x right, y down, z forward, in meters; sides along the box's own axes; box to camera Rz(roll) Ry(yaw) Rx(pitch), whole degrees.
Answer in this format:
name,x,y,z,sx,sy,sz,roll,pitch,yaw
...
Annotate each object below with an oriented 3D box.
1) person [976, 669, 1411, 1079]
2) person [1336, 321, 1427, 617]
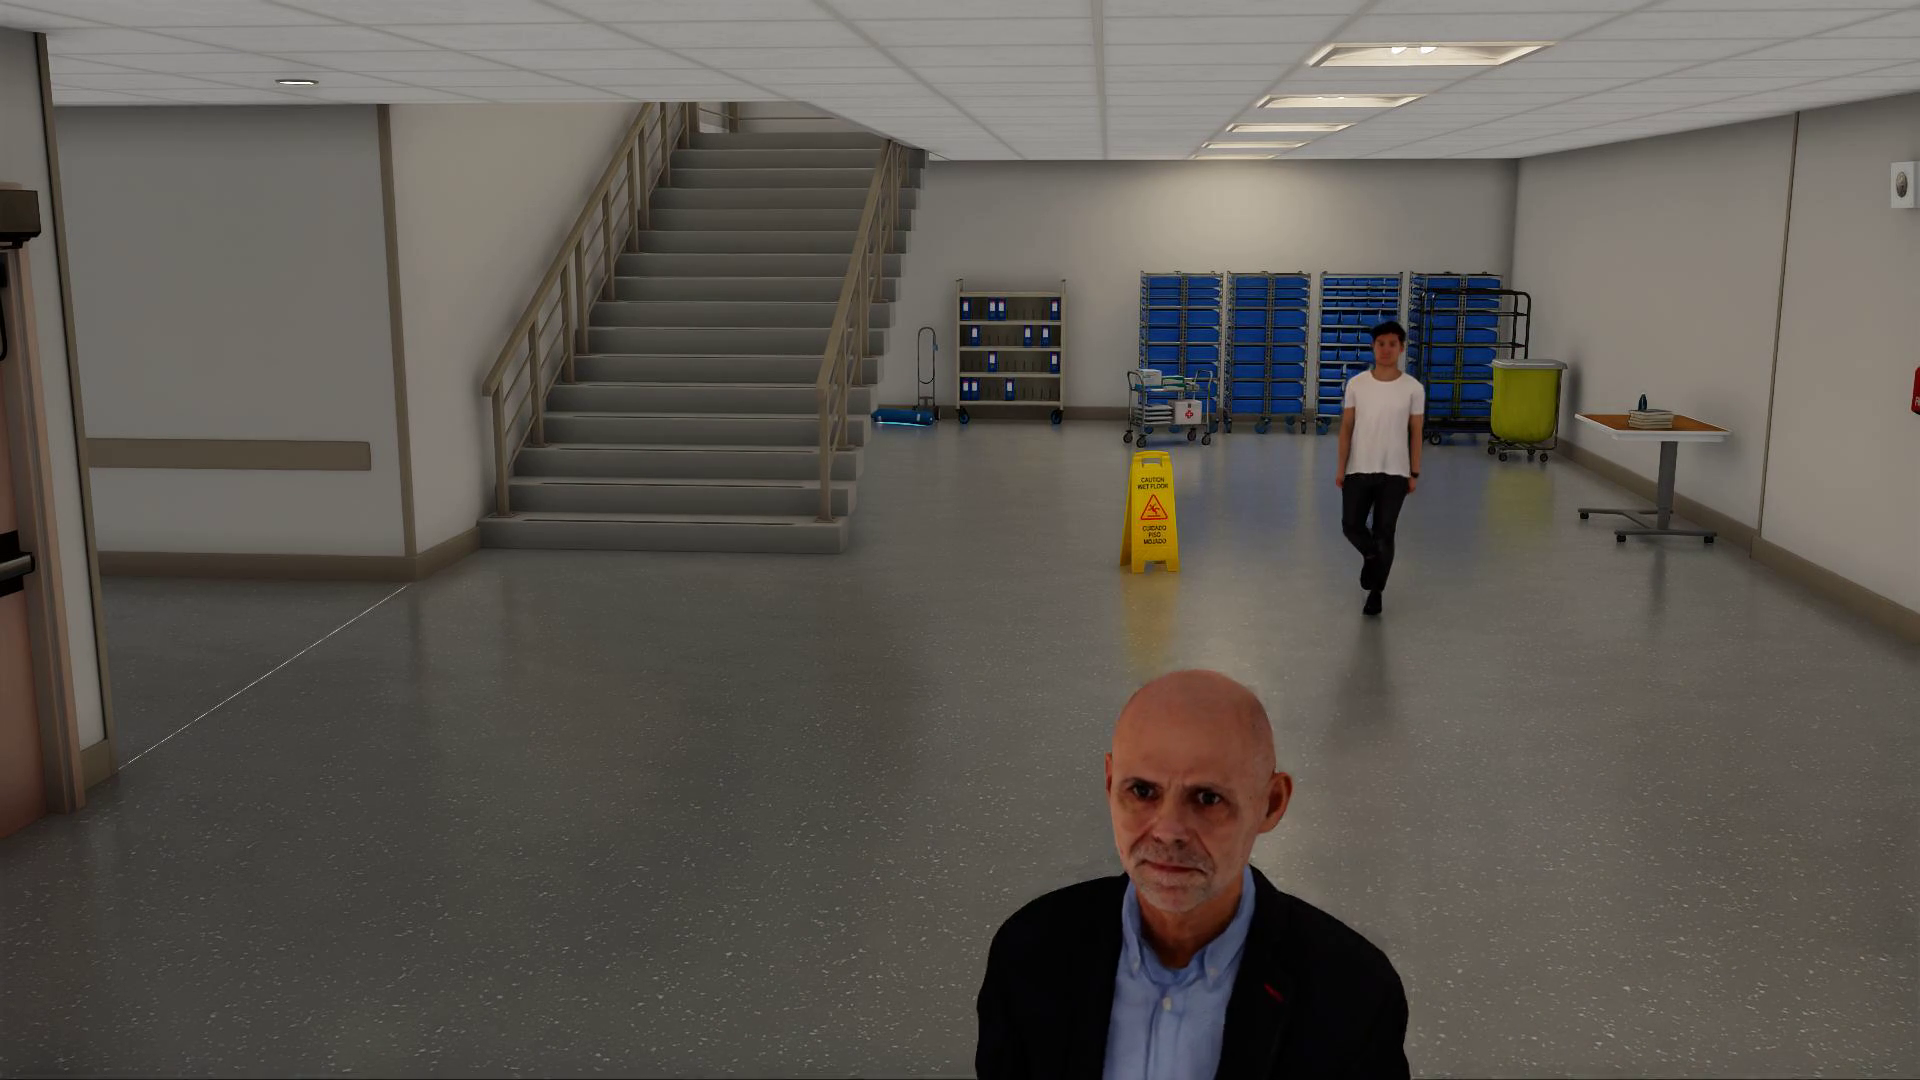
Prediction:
name,x,y,z,sx,sy,sz,roll,pitch,yaw
person,0.271,1.014,2.004,0.935,1.775,1.248,5,12,23
person,2.478,-0.435,9.807,0.803,1.712,0.936,5,12,24
